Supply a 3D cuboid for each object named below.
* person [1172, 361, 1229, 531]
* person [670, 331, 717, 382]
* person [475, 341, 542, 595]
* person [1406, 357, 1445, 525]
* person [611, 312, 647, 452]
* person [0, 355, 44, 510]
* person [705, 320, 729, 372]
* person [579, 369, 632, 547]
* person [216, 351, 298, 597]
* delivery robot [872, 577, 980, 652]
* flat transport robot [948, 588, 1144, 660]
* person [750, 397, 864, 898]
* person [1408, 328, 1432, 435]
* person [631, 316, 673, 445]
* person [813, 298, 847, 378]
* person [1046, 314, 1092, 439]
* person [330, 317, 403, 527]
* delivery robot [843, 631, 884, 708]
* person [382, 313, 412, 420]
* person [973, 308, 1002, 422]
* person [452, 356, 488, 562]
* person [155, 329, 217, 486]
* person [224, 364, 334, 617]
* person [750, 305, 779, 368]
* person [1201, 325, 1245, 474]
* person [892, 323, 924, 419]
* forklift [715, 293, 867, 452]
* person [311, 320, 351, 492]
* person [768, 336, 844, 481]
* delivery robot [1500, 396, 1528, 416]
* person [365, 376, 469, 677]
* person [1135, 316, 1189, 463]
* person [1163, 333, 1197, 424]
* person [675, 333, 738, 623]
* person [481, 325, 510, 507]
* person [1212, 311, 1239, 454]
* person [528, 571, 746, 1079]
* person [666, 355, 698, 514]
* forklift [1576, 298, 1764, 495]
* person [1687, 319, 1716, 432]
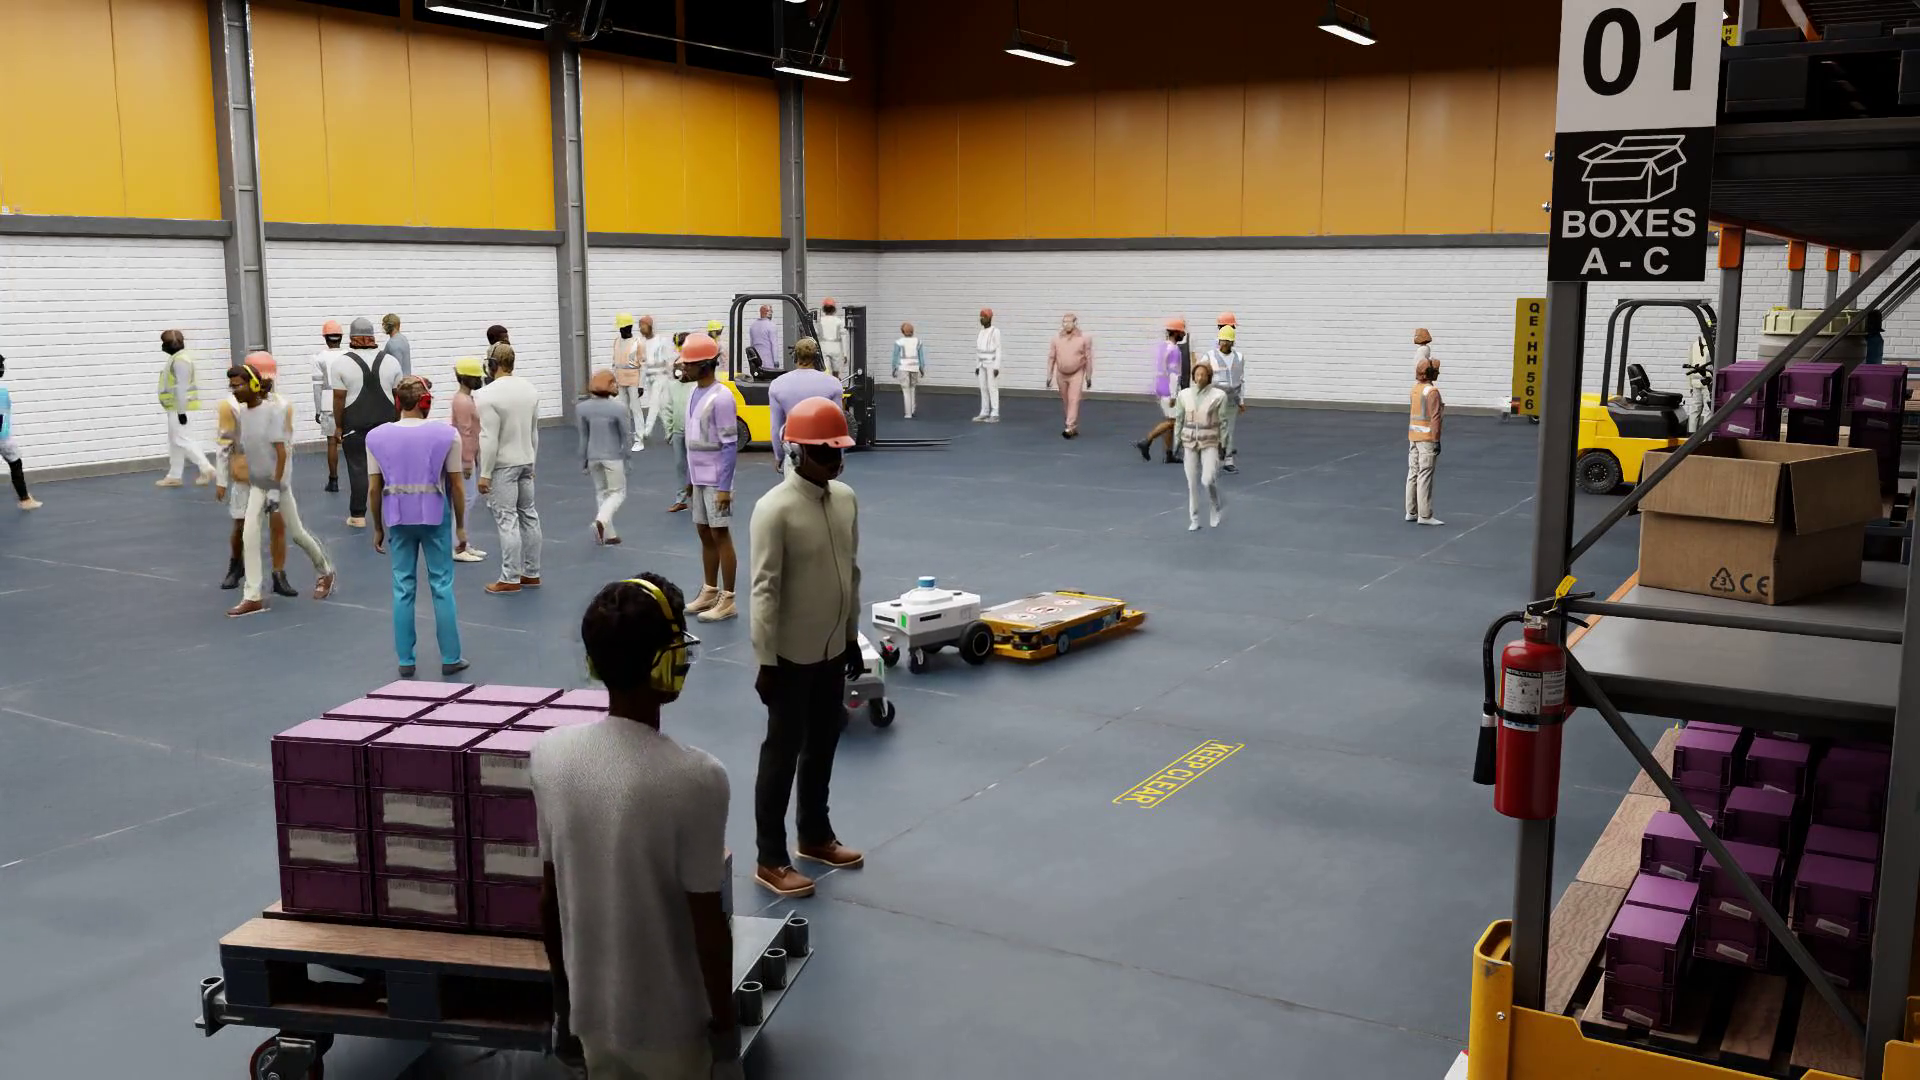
[{"bbox_3d":[2.283,-0.884,15.812,0.514,1.629,0.363,5,10,28],"label":"person"},{"bbox_3d":[-2.905,-1.409,18.517,0.619,1.815,0.354,-2,9,-11],"label":"person"},{"bbox_3d":[-3.463,-0.546,12.744,0.378,1.940,0.629,4,10,25],"label":"person"},{"bbox_3d":[4.554,-0.965,16.293,0.307,1.641,0.514,-2,9,-11],"label":"person"},{"bbox_3d":[-4.585,-2.178,22.977,0.586,1.925,0.369,5,10,30],"label":"person"},{"bbox_3d":[-9.907,-1.077,16.958,0.525,1.655,0.882,4,10,23],"label":"person"},{"bbox_3d":[-3.665,-2.433,25.068,0.330,1.765,0.533,-6,11,-31],"label":"person"},{"bbox_3d":[-3.172,-0.713,14.792,0.506,1.615,0.593,3,10,17],"label":"person"},{"bbox_3d":[-5.430,-0.512,12.779,0.580,1.894,0.804,-7,12,-38],"label":"person"},{"bbox_3d":[-0.209,0.473,10.399,0.707,0.478,0.477,-9,13,-43],"label":"delivery robot"},{"bbox_3d":[0.596,0.545,11.123,0.652,0.197,1.431,7,11,35],"label":"flat transport robot"},{"bbox_3d":[-0.588,0.419,6.618,0.426,1.981,0.636,5,10,29],"label":"person"},{"bbox_3d":[6.975,-2.385,25.175,0.276,1.633,0.507,4,10,25],"label":"person"},{"bbox_3d":[-4.466,-2.297,23.991,0.594,1.832,0.998,5,10,29],"label":"person"},{"bbox_3d":[-2.417,-3.472,30.840,0.637,1.987,1.026,-1,9,-3],"label":"person"},{"bbox_3d":[1.597,-2.431,24.768,0.665,1.851,0.994,4,10,21],"label":"person"},{"bbox_3d":[-5.802,-1.156,16.234,0.688,2.000,0.536,-7,11,-37],"label":"person"},{"bbox_3d":[-0.636,0.673,9.149,0.477,0.478,0.707,-2,9,-13],"label":"delivery robot"},{"bbox_3d":[-7.397,-2.013,21.907,0.351,1.936,0.634,-1,9,-8],"label":"person"},{"bbox_3d":[0.458,-2.888,27.531,0.337,1.883,0.583,-6,11,-34],"label":"person"},{"bbox_3d":[-4.195,-0.688,14.220,0.379,1.754,0.537,-3,9,-16],"label":"person"},{"bbox_3d":[-8.979,-1.520,19.179,0.592,1.836,0.636,-4,10,-25],"label":"person"},{"bbox_3d":[-5.043,-0.401,12.244,0.535,1.813,0.984,3,10,21],"label":"person"},{"bbox_3d":[-3.436,-3.230,29.598,0.652,1.906,0.402,8,12,41],"label":"person"},{"bbox_3d":[3.231,-1.711,20.372,0.587,1.826,0.404,-3,10,-18],"label":"person"},{"bbox_3d":[-0.911,-2.873,28.227,0.546,1.615,0.588,-4,10,-23],"label":"person"},{"bbox_3d":[-2.458,-2.344,23.176,2.313,2.155,1.214,0,9,-2],"label":"forklift"},{"bbox_3d":[-7.014,-1.507,18.756,0.544,1.937,0.358,-6,11,-31],"label":"person"},{"bbox_3d":[-1.255,-0.706,13.747,0.631,1.940,0.372,1,9,4],"label":"person"},{"bbox_3d":[9.266,-2.245,27.363,0.707,0.478,0.477,3,10,21],"label":"delivery robot"},{"bbox_3d":[-3.297,-0.074,10.113,0.564,1.838,0.391,-1,9,-7],"label":"person"},{"bbox_3d":[2.612,-1.913,21.366,0.653,1.921,0.551,-2,9,-10],"label":"person"},{"bbox_3d":[3.467,-2.638,26.265,0.526,1.810,0.690,1,9,8],"label":"person"},{"bbox_3d":[-1.791,-0.436,11.752,0.394,2.038,0.605,-6,11,-32],"label":"person"},{"bbox_3d":[-4.907,-1.312,17.589,0.396,1.919,0.590,-1,9,-6],"label":"person"},{"bbox_3d":[3.604,-2.144,22.717,0.364,1.939,0.542,-1,9,-4],"label":"person"},{"bbox_3d":[-0.658,0.992,3.399,0.544,1.856,0.477,5,10,28],"label":"person"},{"bbox_3d":[-2.794,-1.079,17.022,0.508,1.632,0.264,5,10,28],"label":"person"},{"bbox_3d":[7.954,-1.589,18.462,2.313,2.155,1.214,5,11,30],"label":"forklift"},{"bbox_3d":[10.417,-2.166,23.184,0.403,1.834,0.589,-4,10,-22],"label":"person"}]
